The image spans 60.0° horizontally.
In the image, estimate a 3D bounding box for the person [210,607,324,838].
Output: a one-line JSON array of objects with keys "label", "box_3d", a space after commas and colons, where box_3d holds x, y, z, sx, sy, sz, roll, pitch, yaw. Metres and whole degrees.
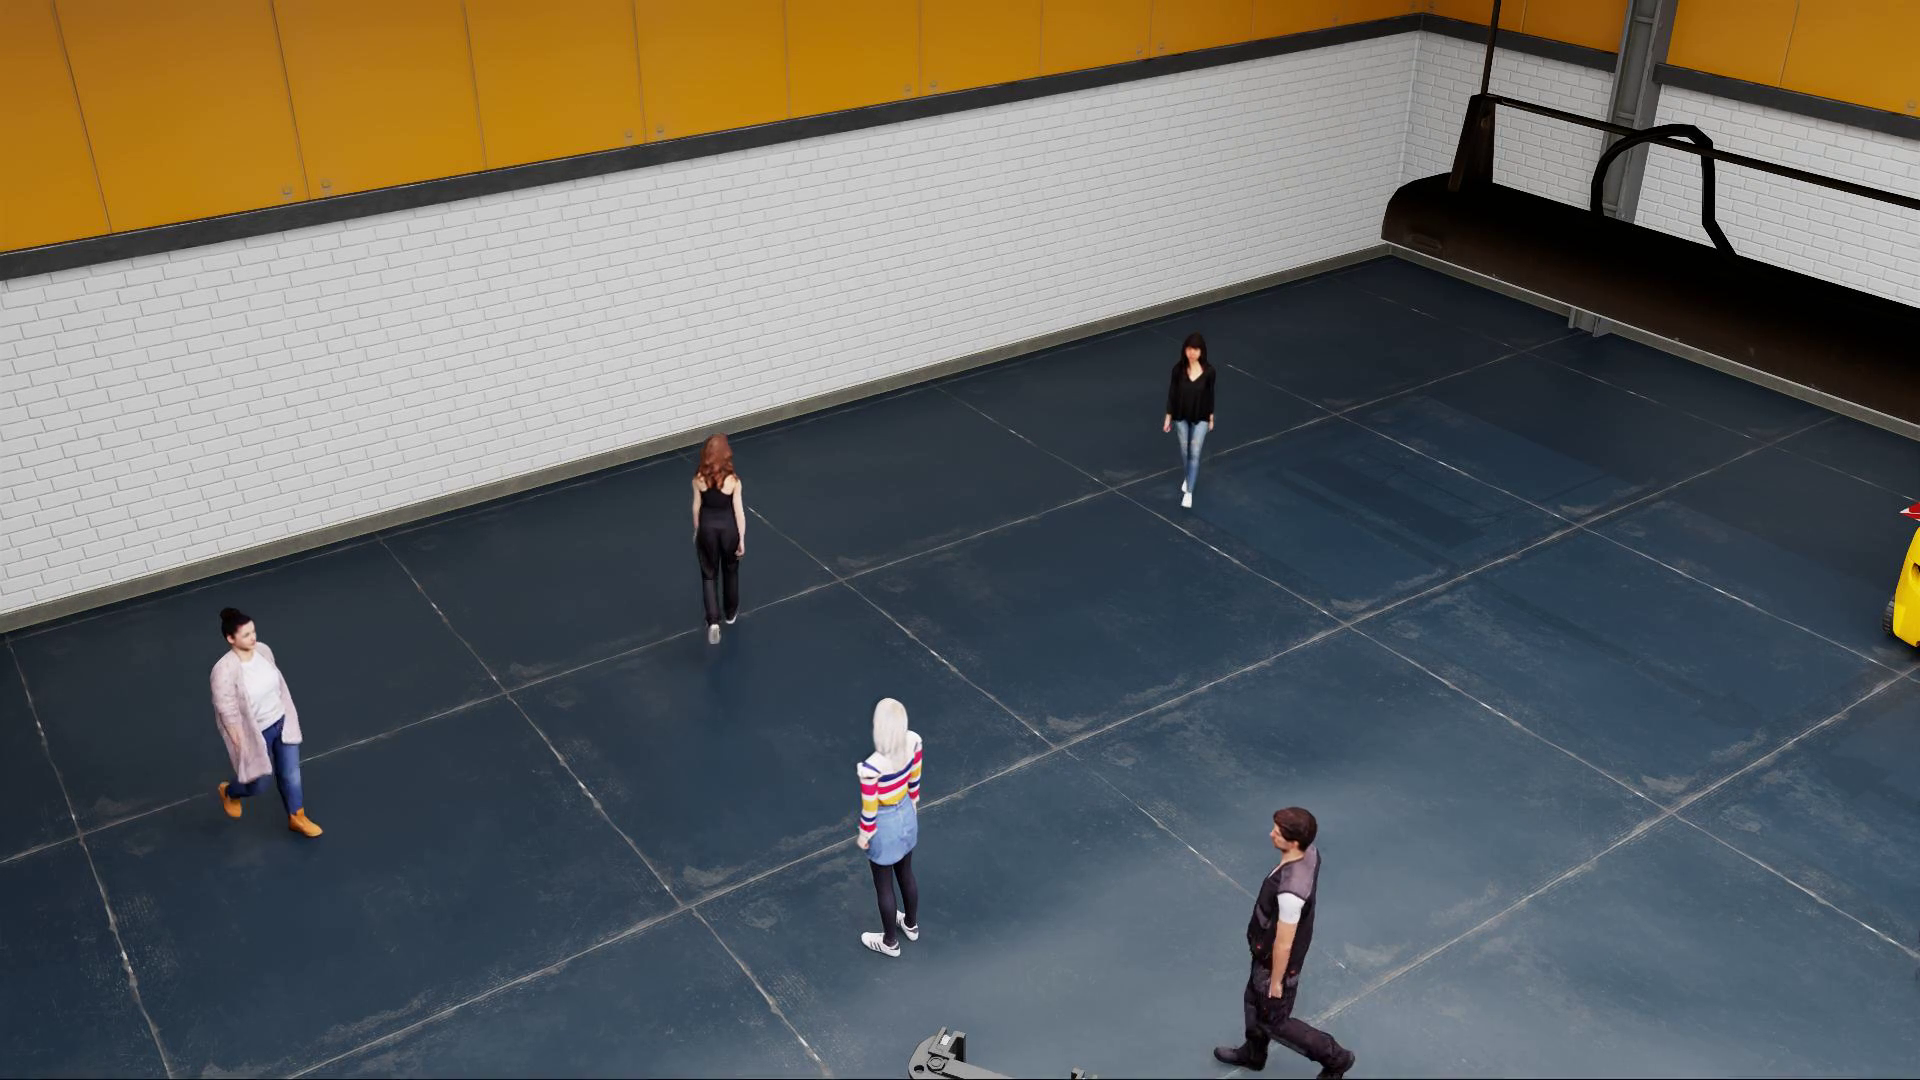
[{"label": "person", "box_3d": [-4.630, 1.209, 10.830, 1.086, 1.728, 0.972, 11, 31, 20]}]

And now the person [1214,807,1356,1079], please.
[{"label": "person", "box_3d": [1.808, 2.207, 8.893, 1.106, 1.831, 1.006, 8, 30, 14]}]

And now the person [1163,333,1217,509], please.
[{"label": "person", "box_3d": [2.134, -1.156, 15.285, 0.998, 1.613, 1.011, 8, 30, 14]}]

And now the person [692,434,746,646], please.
[{"label": "person", "box_3d": [-1.907, 0.014, 13.022, 0.941, 1.727, 1.106, 0, 29, -1]}]

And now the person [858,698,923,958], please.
[{"label": "person", "box_3d": [-0.405, 1.689, 9.865, 0.616, 1.809, 0.704, 22, 36, 35]}]
